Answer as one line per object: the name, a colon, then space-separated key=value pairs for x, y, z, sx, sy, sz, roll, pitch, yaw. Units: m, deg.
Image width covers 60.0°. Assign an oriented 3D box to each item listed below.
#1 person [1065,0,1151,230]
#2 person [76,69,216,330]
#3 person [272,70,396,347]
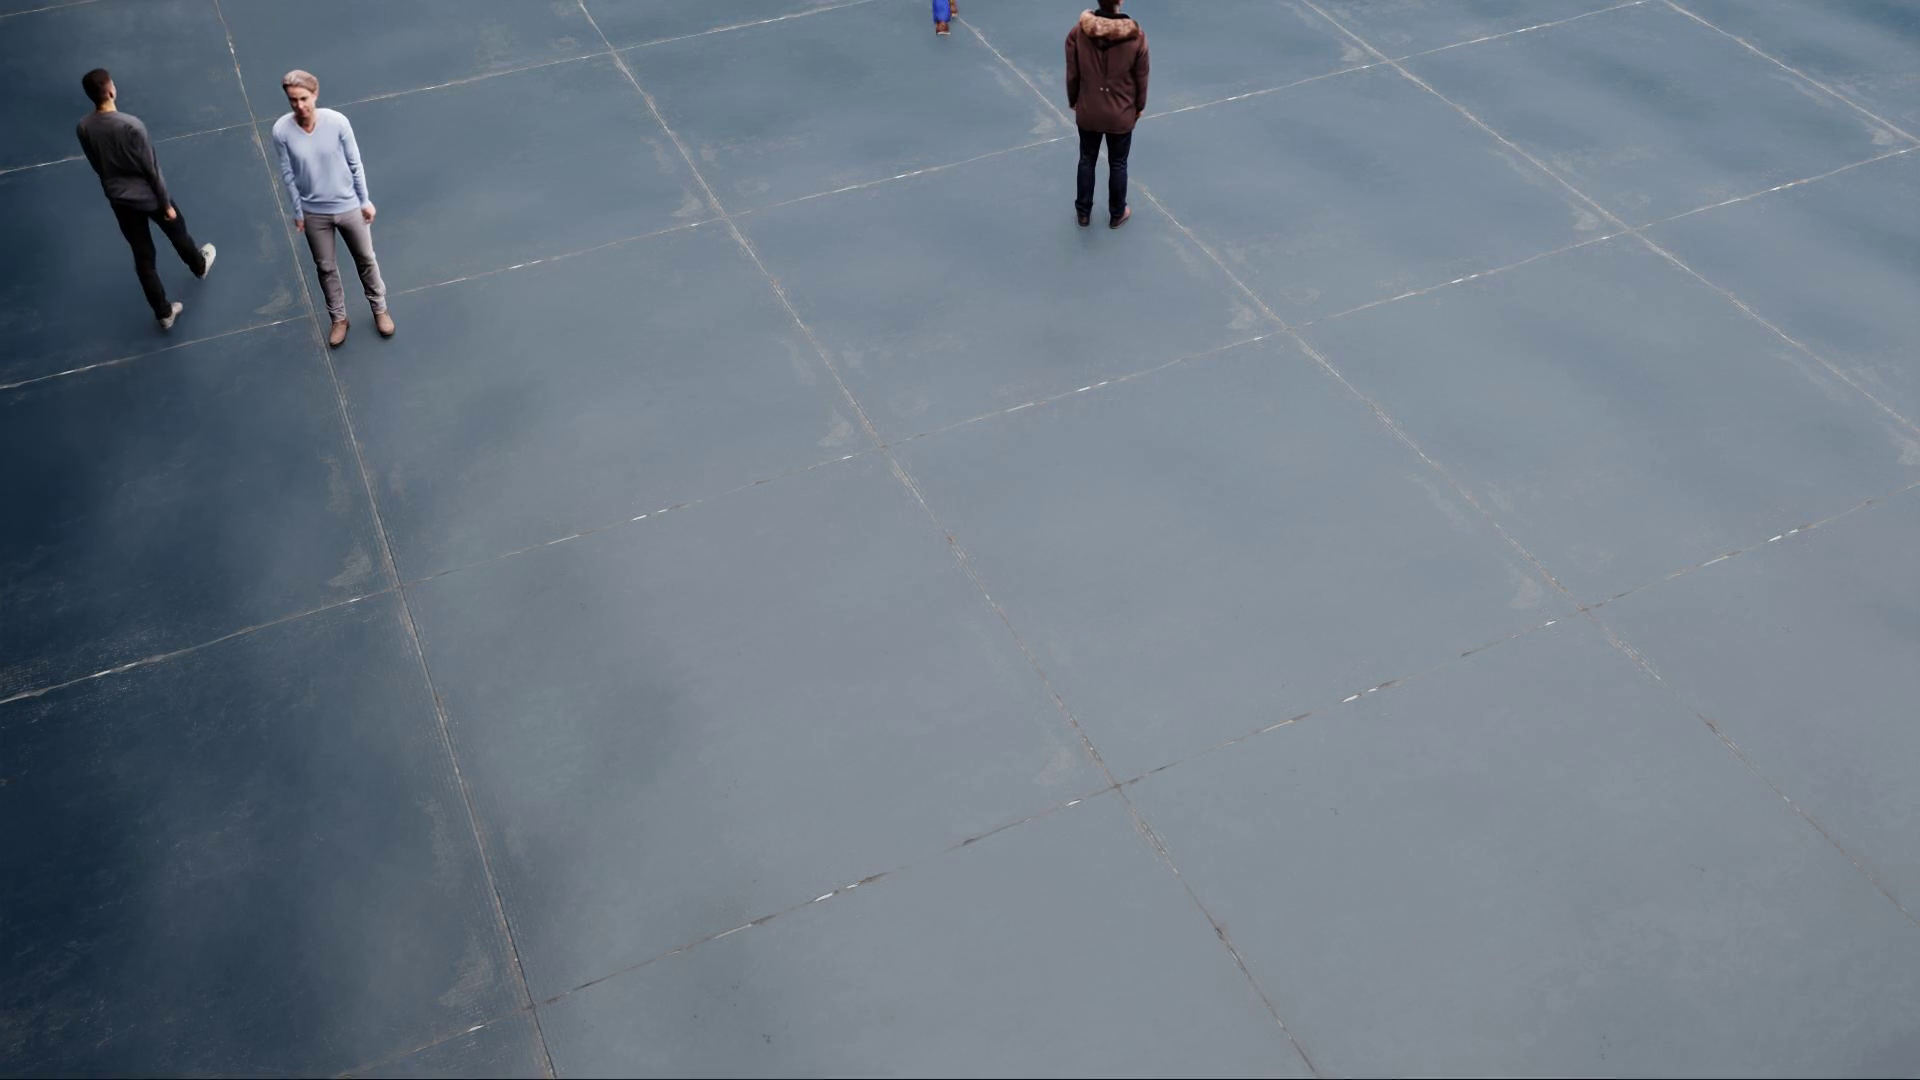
person: x=1.032 y=-3.065 z=11.760 sx=0.869 sy=1.844 sz=0.907 roll=10 pitch=43 yaw=11
person: x=-5.392 y=-2.174 z=10.864 sx=0.905 sy=1.729 sz=1.148 roll=-1 pitch=42 yaw=-1
person: x=-4.049 y=-2.149 z=10.715 sx=0.693 sy=1.893 sz=0.625 roll=-11 pitch=43 yaw=-12
